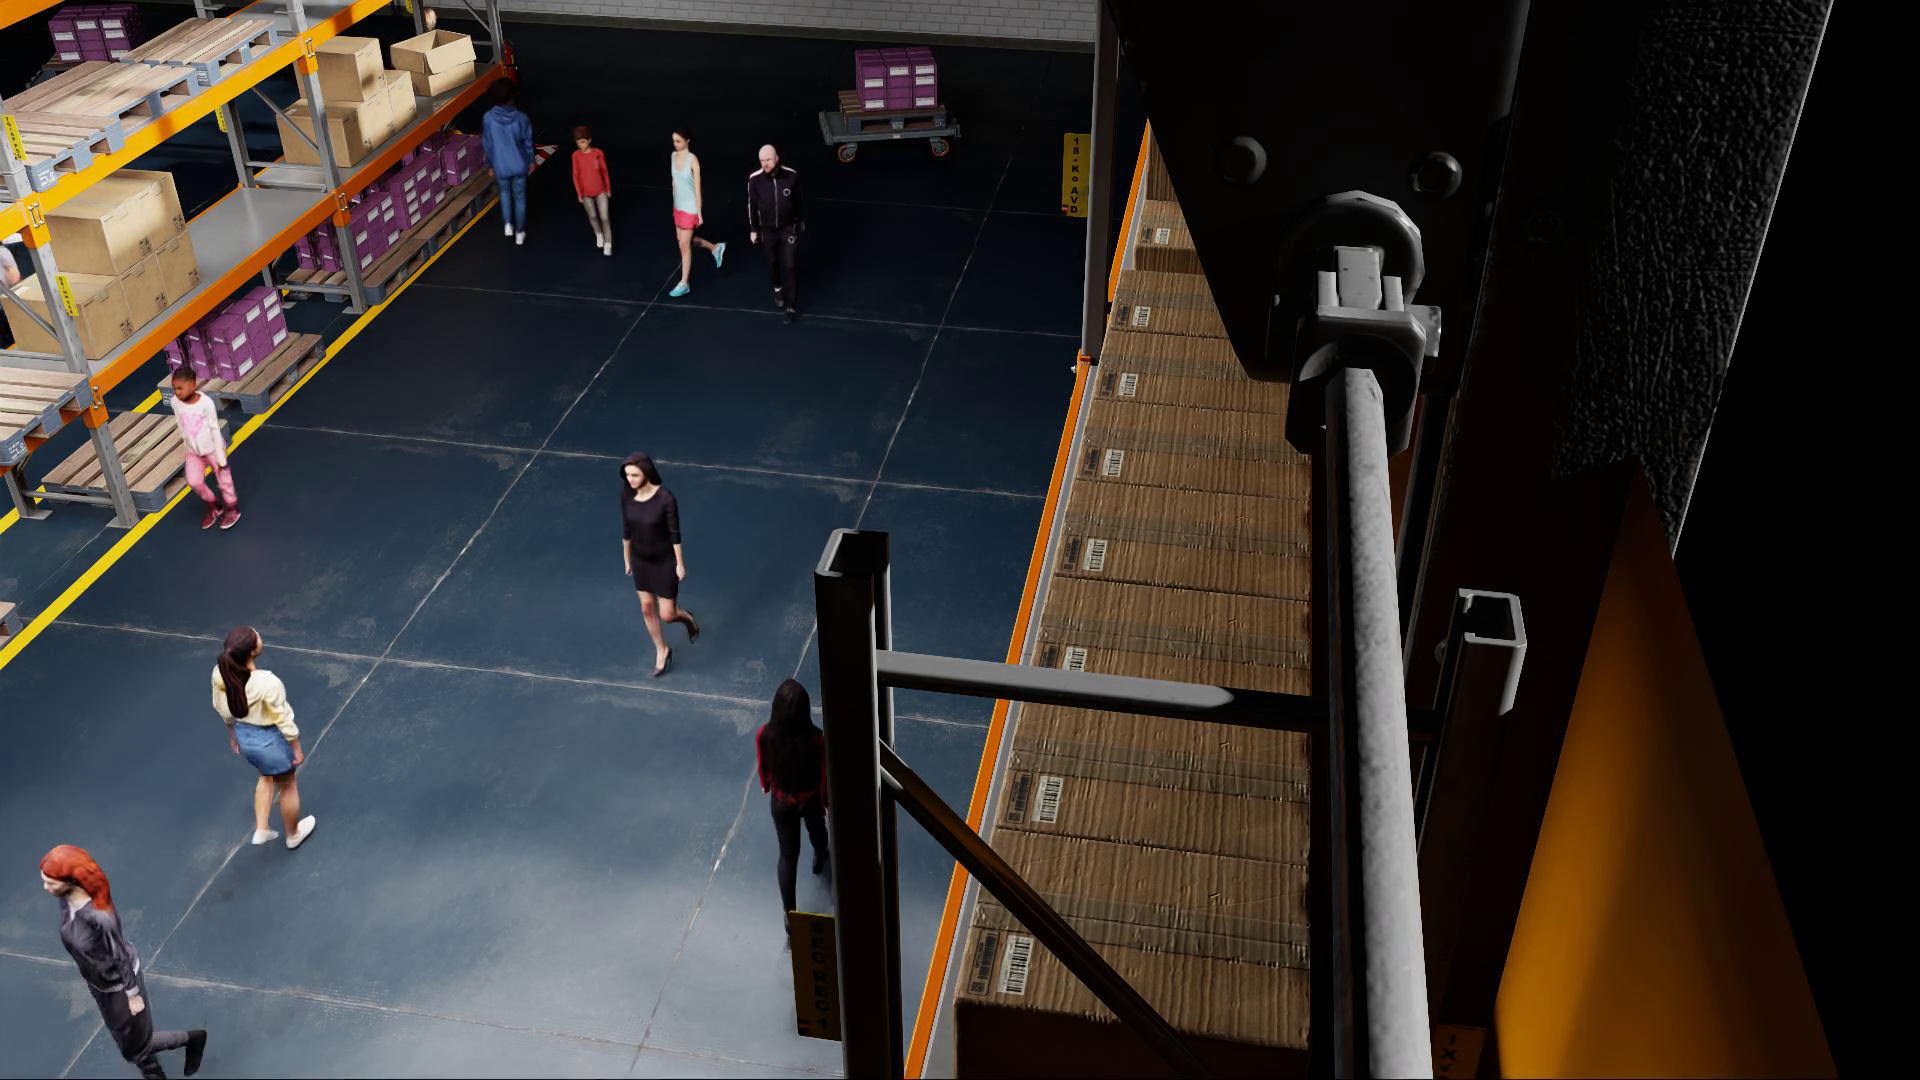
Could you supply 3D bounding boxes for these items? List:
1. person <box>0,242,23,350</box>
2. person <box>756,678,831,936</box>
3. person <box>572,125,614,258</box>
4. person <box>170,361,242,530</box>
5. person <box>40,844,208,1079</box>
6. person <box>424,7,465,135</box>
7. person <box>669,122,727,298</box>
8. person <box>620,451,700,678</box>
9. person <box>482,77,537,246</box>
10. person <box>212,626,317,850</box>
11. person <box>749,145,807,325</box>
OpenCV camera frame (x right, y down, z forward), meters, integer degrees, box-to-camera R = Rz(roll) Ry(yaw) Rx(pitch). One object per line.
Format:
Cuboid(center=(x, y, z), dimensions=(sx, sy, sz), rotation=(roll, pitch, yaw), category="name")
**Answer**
Cuboid(center=(-8.680, -2.206, 15.191), dimensions=(0.648, 1.588, 0.933), rotation=(7, 34, 11), category="person")
Cuboid(center=(-0.950, 1.548, 9.516), dimensions=(0.658, 1.617, 0.992), rotation=(3, 34, 4), category="person")
Cuboid(center=(-3.910, -3.738, 17.686), dimensions=(0.731, 1.378, 0.967), rotation=(-6, 34, -9), category="person")
Cuboid(center=(-5.942, -0.772, 13.171), dimensions=(0.554, 1.437, 0.550), rotation=(3, 34, 4), category="person")
Cuboid(center=(-4.204, 2.189, 8.422), dimensions=(0.753, 1.761, 0.831), rotation=(23, 40, 30), category="person")
Cuboid(center=(-6.503, -5.713, 20.432), dimensions=(0.797, 1.626, 0.731), rotation=(-19, 38, -26), category="person")
Cuboid(center=(-2.670, -3.342, 16.756), dimensions=(1.119, 1.747, 0.965), rotation=(-28, 43, -35), category="person")
Cuboid(center=(-2.049, 0.145, 11.475), dimensions=(0.692, 1.787, 0.789), rotation=(13, 36, 18), category="person")
Cuboid(center=(-4.788, -3.979, 17.673), dimensions=(0.742, 1.793, 0.686), rotation=(-3, 34, -5), category="person")
Cuboid(center=(-4.215, 1.254, 9.957), dimensions=(0.670, 1.620, 0.672), rotation=(8, 35, 12), category="person")
Cuboid(center=(-1.769, -3.068, 16.311), dimensions=(0.860, 1.783, 1.185), rotation=(-5, 34, -7), category="person")
